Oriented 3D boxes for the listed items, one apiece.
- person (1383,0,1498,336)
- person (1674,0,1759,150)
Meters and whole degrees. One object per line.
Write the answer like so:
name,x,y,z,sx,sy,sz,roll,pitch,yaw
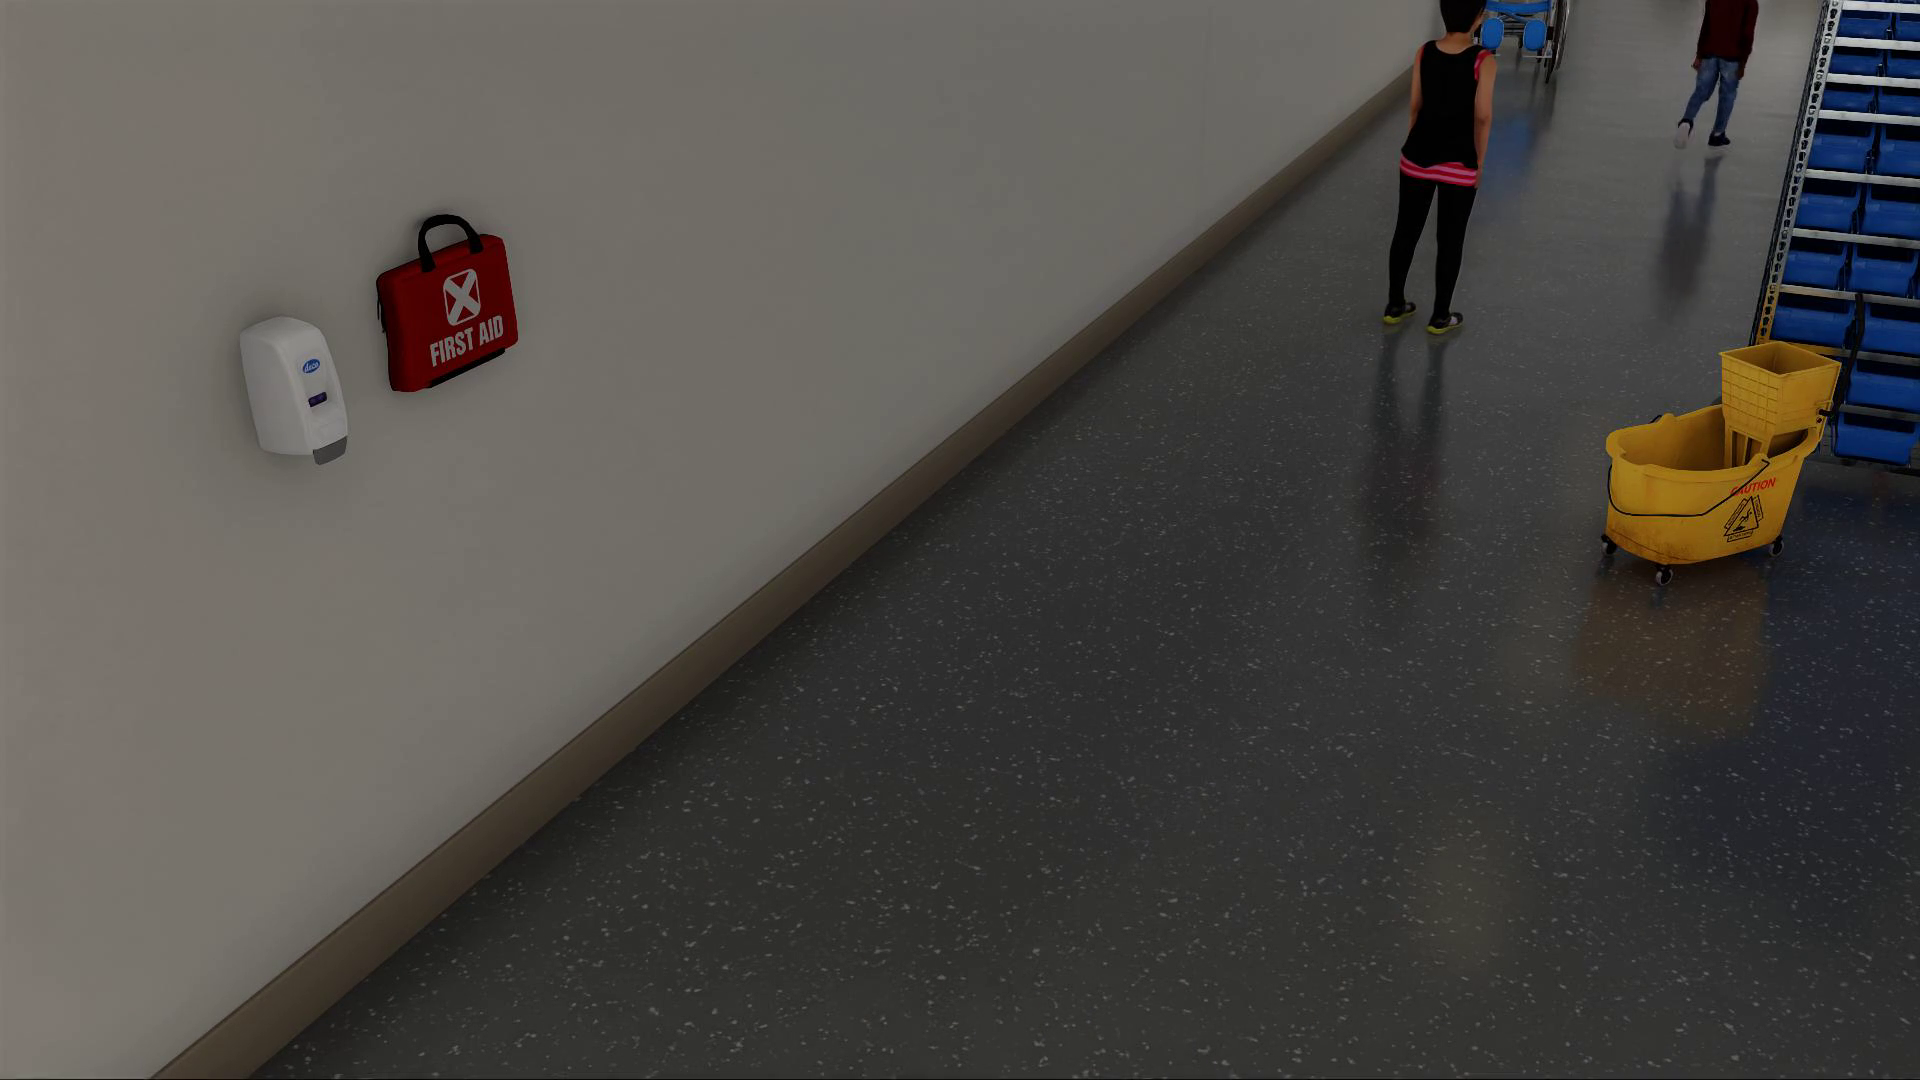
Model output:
person,2.140,-1.706,7.413,0.504,1.550,0.636,18,31,33
person,4.876,-3.115,10.690,0.729,1.241,0.779,-22,33,-38
